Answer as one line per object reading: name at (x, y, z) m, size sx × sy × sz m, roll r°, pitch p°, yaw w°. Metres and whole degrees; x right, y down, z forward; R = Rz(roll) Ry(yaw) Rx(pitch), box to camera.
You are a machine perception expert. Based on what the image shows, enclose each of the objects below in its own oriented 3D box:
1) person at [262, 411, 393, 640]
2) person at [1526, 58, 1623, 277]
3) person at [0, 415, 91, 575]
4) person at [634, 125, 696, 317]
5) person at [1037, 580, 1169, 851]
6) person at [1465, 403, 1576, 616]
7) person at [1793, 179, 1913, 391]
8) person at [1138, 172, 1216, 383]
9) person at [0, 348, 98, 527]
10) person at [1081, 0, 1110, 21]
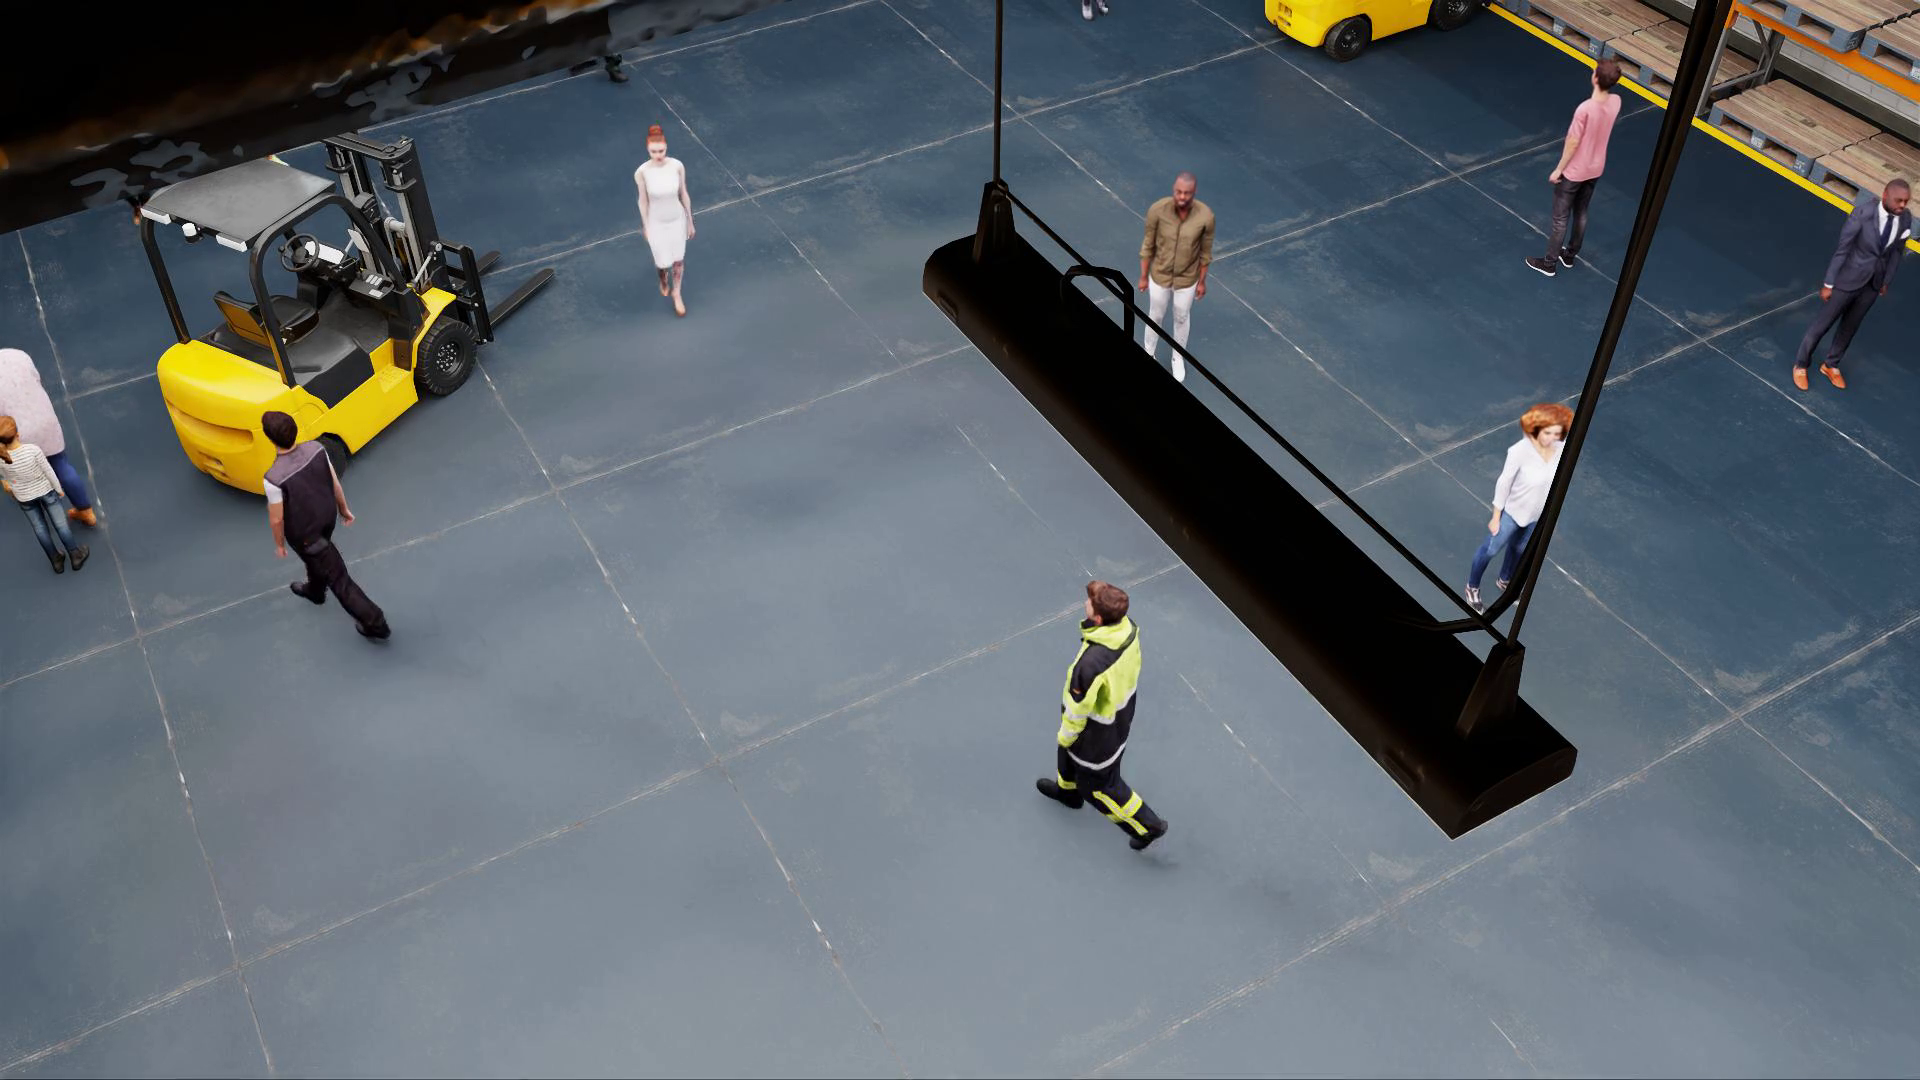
person at (-4.164, -0.046, 10.877) m, size 1.269 × 1.801 × 1.092 m, roll 20°, pitch 47°, yaw 19°
person at (5.226, -3.125, 13.996) m, size 0.623 × 1.958 × 0.537 m, roll -20°, pitch 47°, yaw -20°
person at (-6.396, -0.311, 11.509) m, size 0.498 × 1.313 × 0.516 m, roll -13°, pitch 45°, yaw -13°
person at (-2.409, -2.627, 13.597) m, size 0.614 × 1.786 × 0.719 m, roll -15°, pitch 46°, yaw -15°
person at (0.869, 1.059, 9.607) m, size 1.288 × 1.955 × 1.154 m, roll 18°, pitch 47°, yaw 18°
person at (3.760, -0.240, 11.144) m, size 0.703 × 1.714 × 0.691 m, roll -9°, pitch 44°, yaw -10°
person at (6.966, -2.022, 12.938) m, size 0.806 × 1.821 × 0.800 m, roll -2°, pitch 44°, yaw -3°
person at (1.670, -2.068, 12.983) m, size 0.800 × 1.825 × 0.816 m, roll 5°, pitch 44°, yaw 5°
person at (-6.549, -0.769, 11.715) m, size 1.209 × 1.693 × 1.009 m, roll 22°, pitch 48°, yaw 21°
person at (1.388, -6.444, 17.555) m, size 0.724 × 1.854 × 0.727 m, roll -10°, pitch 44°, yaw -10°
